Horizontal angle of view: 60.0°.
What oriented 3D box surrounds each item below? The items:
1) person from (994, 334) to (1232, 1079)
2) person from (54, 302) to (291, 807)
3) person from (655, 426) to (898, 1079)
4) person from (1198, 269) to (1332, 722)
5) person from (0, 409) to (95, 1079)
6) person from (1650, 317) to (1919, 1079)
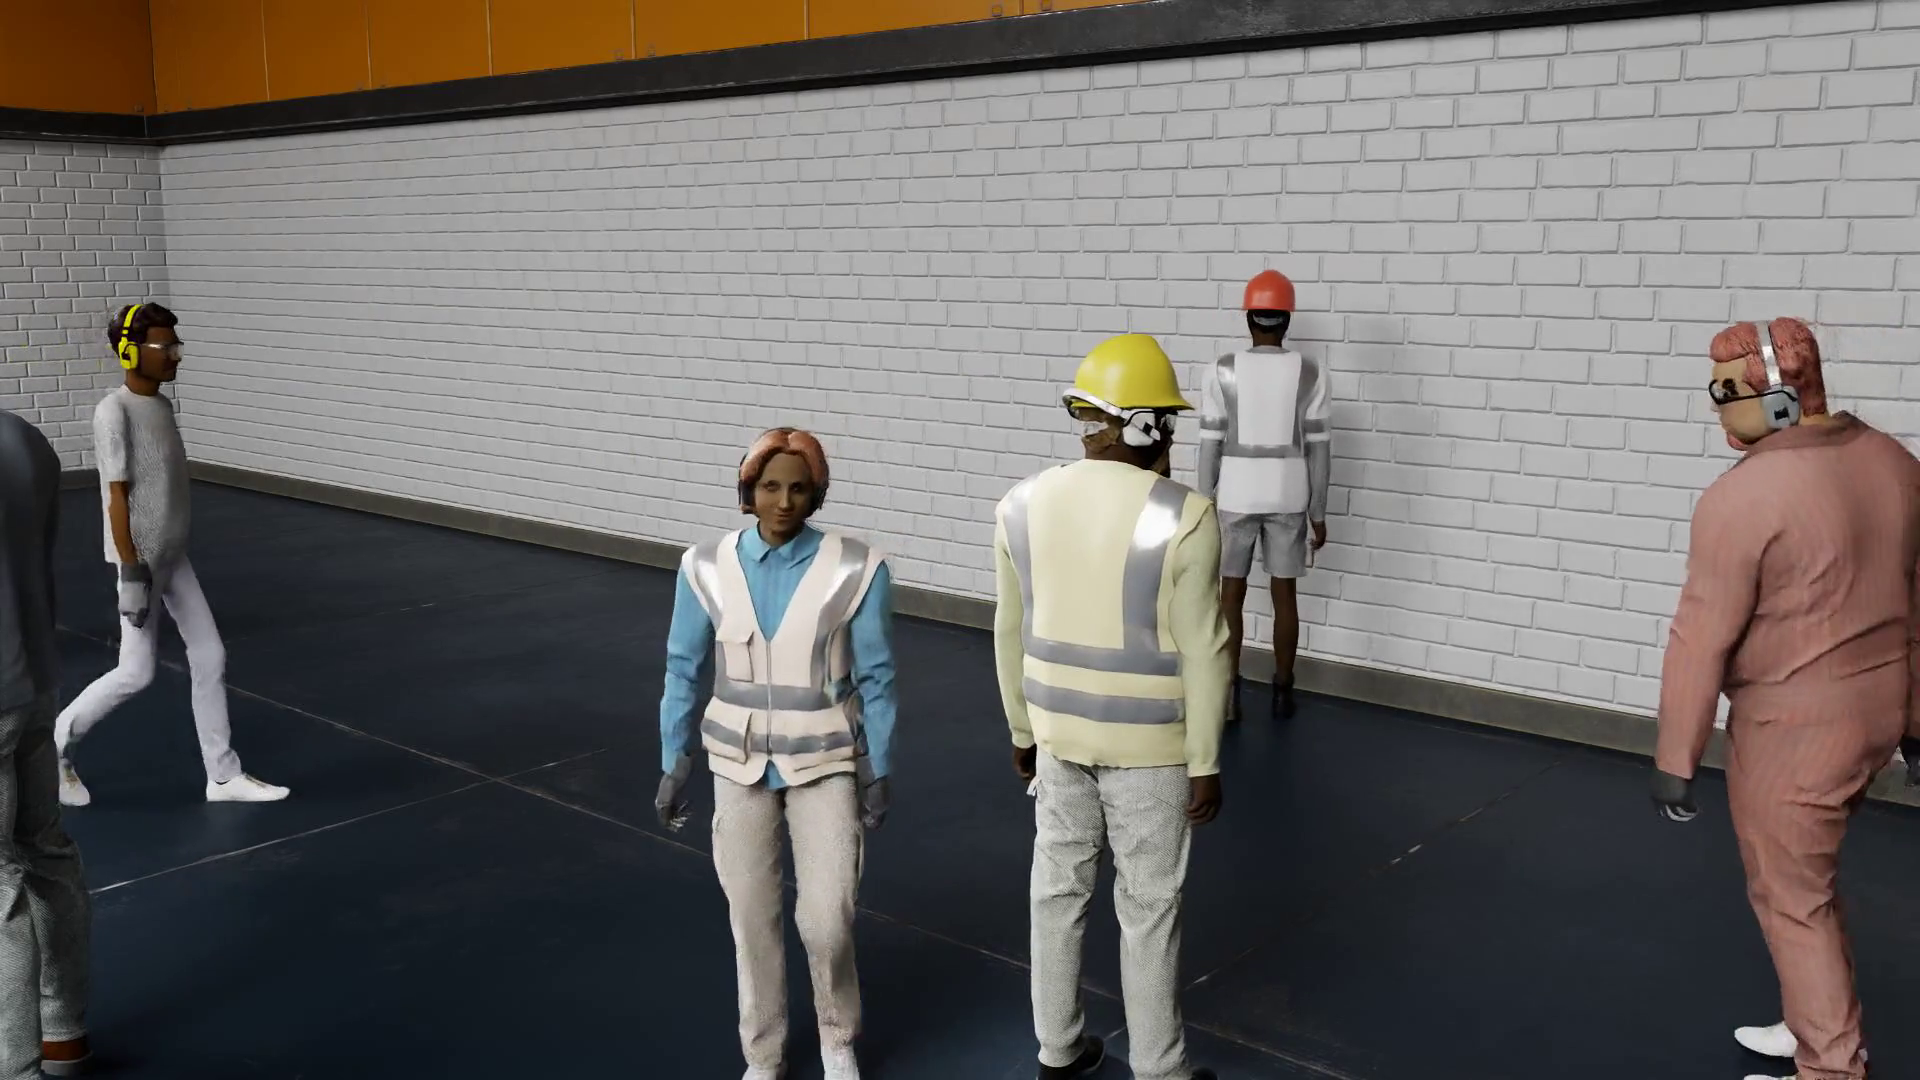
[{"bbox_3d":[0.362,0.443,3.863,0.592,1.829,0.404,8,12,37],"label":"person"},{"bbox_3d":[-2.945,0.076,5.939,0.865,1.842,0.526,0,10,-2],"label":"person"},{"bbox_3d":[-0.420,0.548,3.852,0.554,1.630,0.356,2,10,11],"label":"person"},{"bbox_3d":[1.293,-0.175,7.090,0.554,1.939,0.388,1,10,8],"label":"person"},{"bbox_3d":[-2.271,0.400,3.810,0.371,1.933,0.627,0,10,-1],"label":"person"},{"bbox_3d":[1.898,0.436,3.773,0.694,1.872,0.465,-6,11,-29],"label":"person"}]
